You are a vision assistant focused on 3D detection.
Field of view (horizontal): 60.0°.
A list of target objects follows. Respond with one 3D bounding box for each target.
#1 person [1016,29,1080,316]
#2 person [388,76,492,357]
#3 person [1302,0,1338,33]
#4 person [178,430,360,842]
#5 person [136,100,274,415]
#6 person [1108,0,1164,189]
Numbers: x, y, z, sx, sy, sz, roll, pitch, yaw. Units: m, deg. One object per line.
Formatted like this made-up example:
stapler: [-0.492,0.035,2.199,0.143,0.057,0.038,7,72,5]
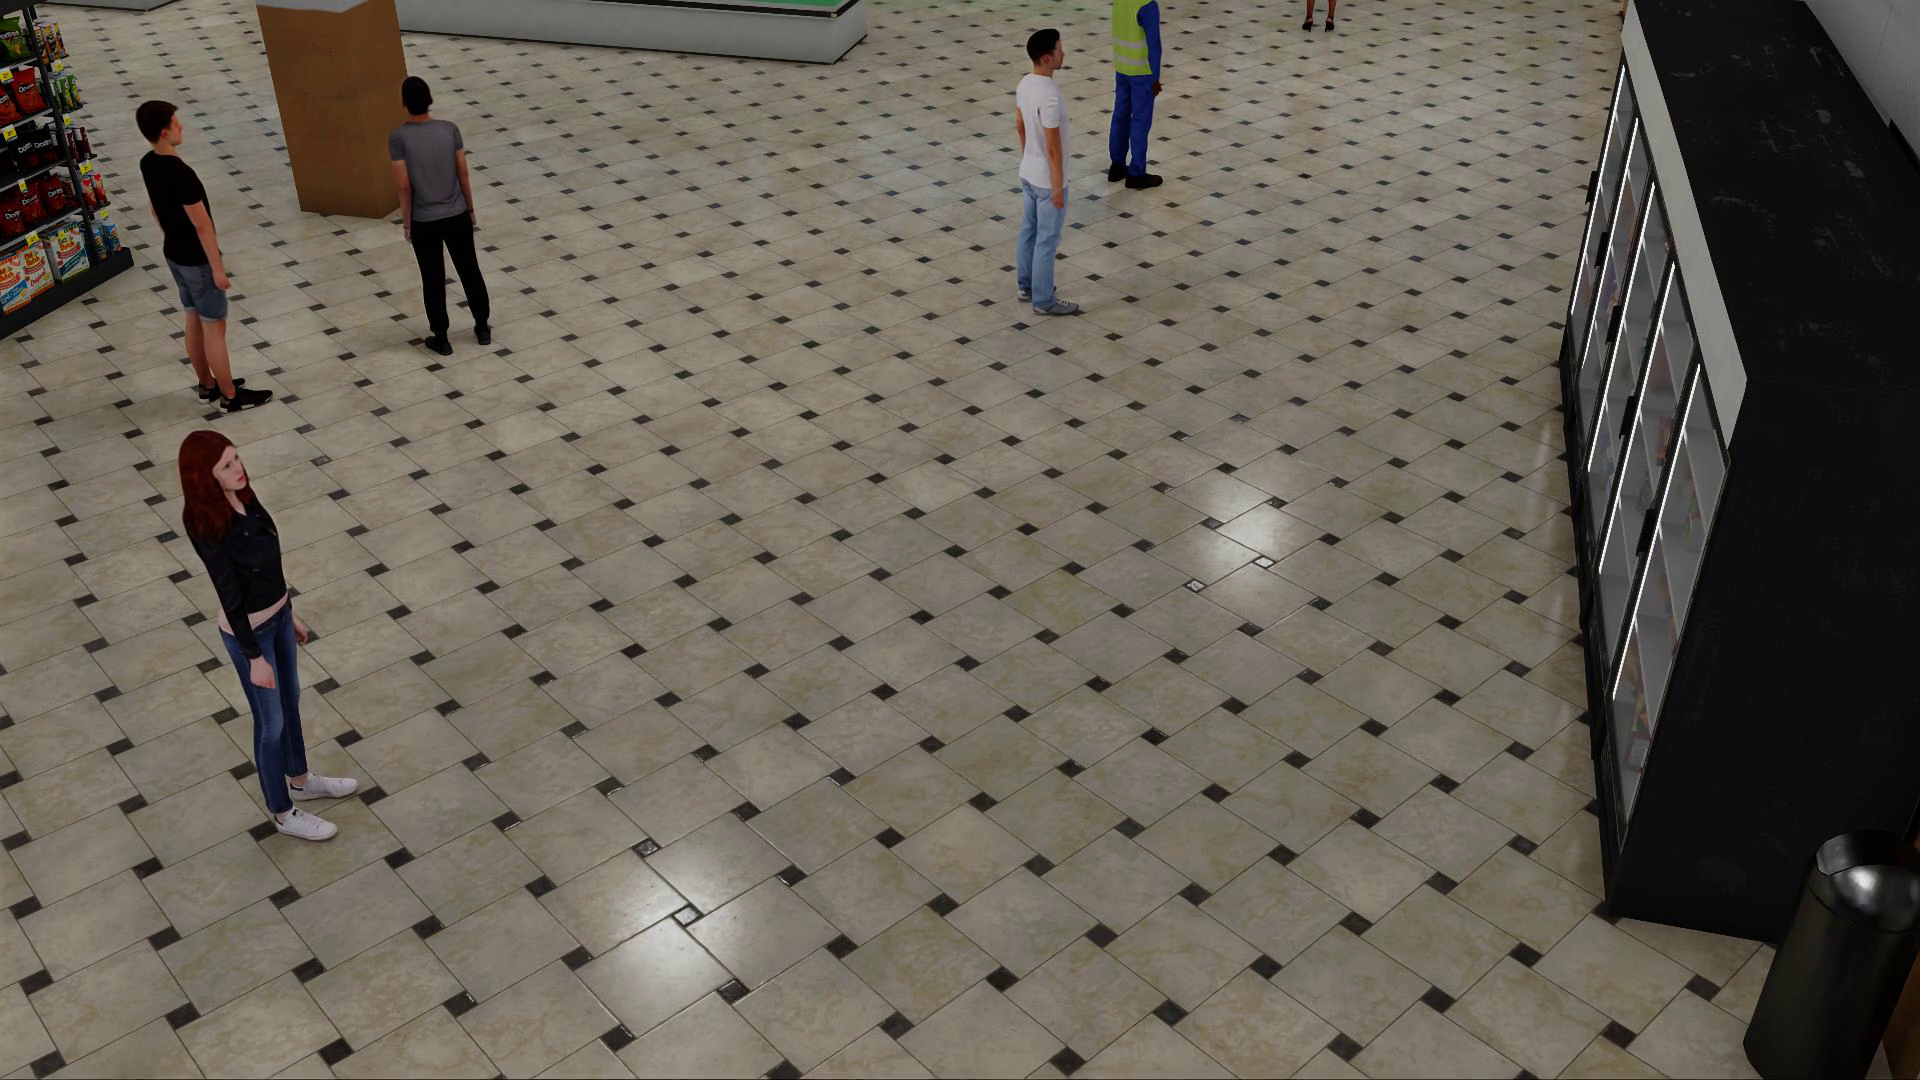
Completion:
person: [0.543,-2.389,10.832,0.781,1.866,0.758,-12,34,-18]
person: [-3.239,-2.012,10.332,0.699,1.755,0.746,-20,37,-28]
person: [3.701,-6.062,16.816,0.514,1.781,0.679,3,32,6]
person: [-2.717,0.373,6.469,0.619,1.787,0.623,0,32,1]
person: [-4.454,-1.635,9.639,0.658,1.846,0.795,24,39,33]
person: [1.367,-3.666,12.936,0.813,1.813,0.742,-19,36,-27]
